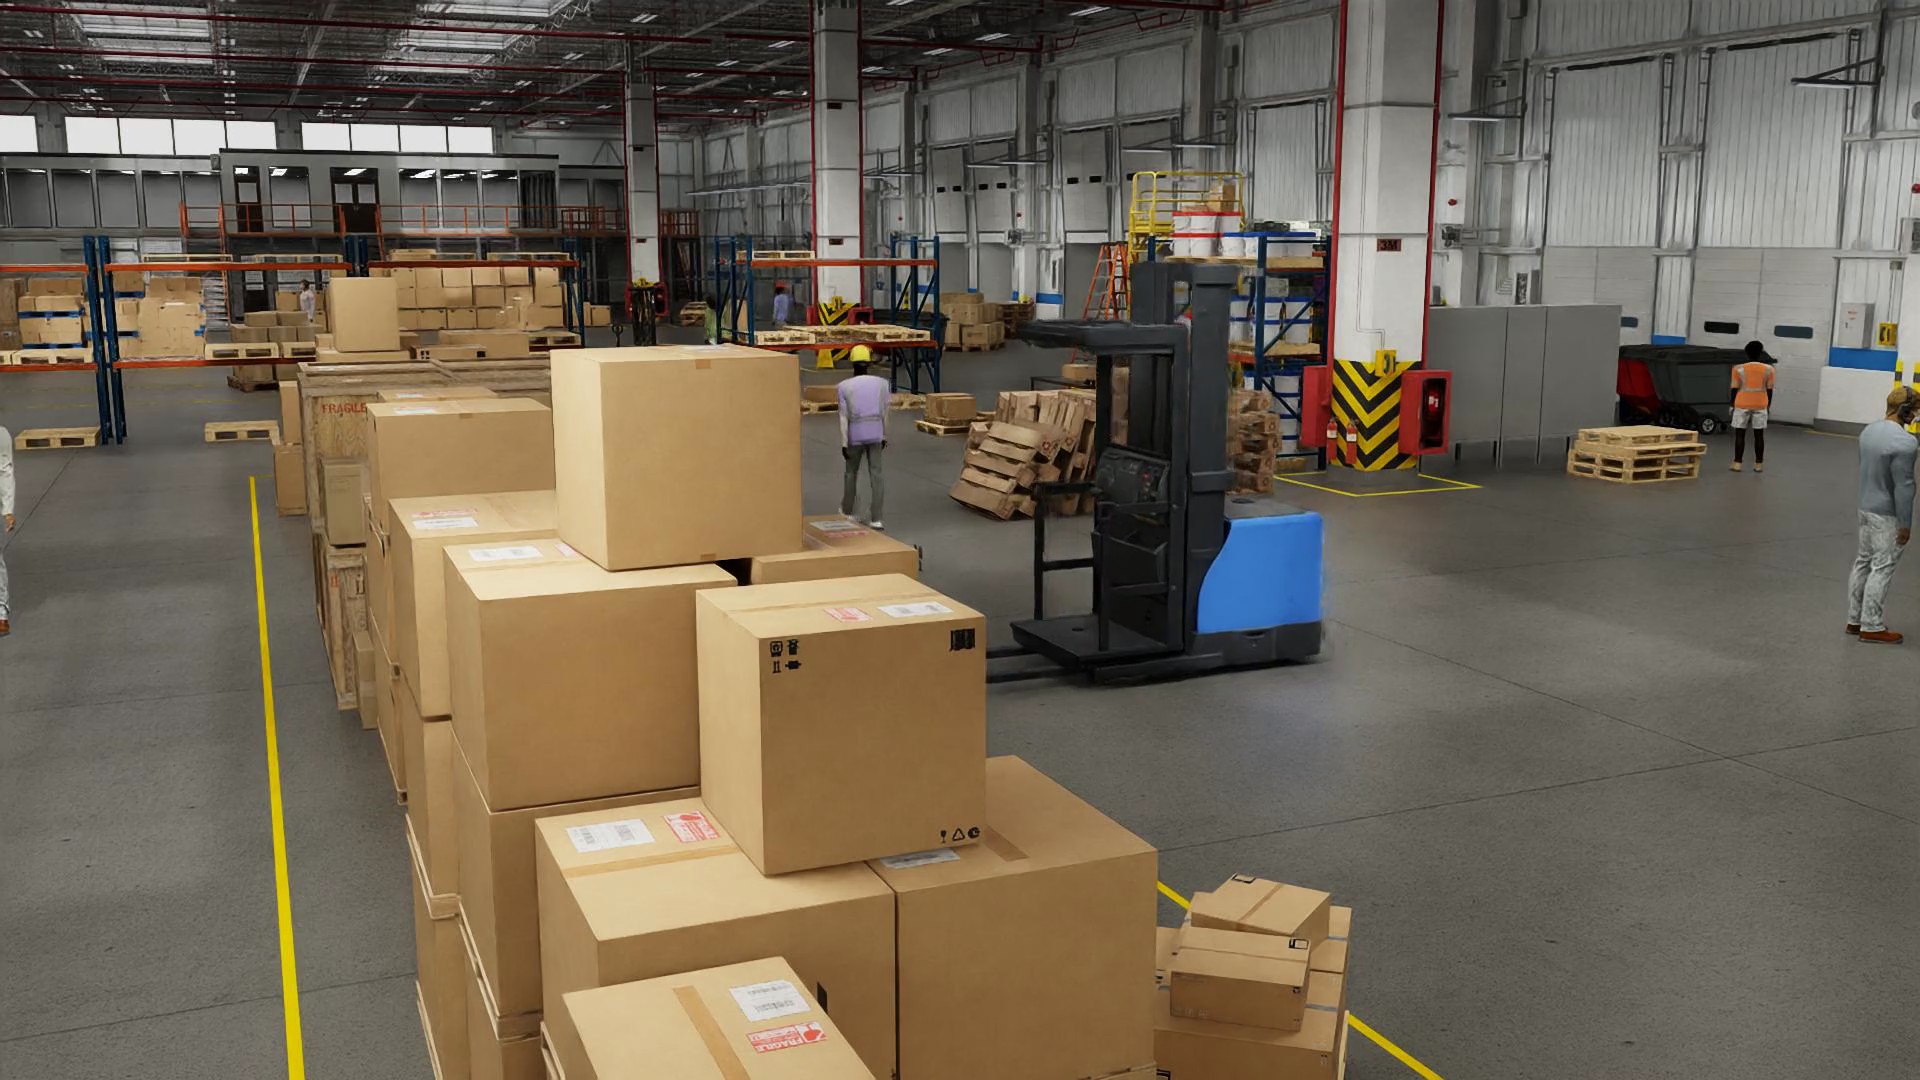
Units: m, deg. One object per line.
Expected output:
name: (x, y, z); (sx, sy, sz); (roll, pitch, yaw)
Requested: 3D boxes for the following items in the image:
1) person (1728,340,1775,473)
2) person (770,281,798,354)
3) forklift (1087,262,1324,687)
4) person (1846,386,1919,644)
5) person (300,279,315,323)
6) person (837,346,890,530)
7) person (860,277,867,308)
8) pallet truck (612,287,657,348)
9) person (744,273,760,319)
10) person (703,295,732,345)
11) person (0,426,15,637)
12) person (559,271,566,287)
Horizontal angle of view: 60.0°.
person: (10.154, -1.710, 21.364); (0.537, 1.698, 0.320); (2, 10, 11)
person: (-4.622, -5.754, 43.133); (0.972, 1.895, 0.556); (4, 11, 22)
forklift: (1.533, -0.537, 11.646); (1.873, 2.768, 1.129); (-4, 11, -23)
person: (6.865, -0.183, 12.338); (0.387, 1.927, 0.639); (0, 10, 1)
person: (-17.033, -5.831, 43.423); (0.373, 1.940, 0.629); (-10, 14, -43)
person: (-1.032, -1.079, 17.380); (0.609, 1.886, 0.954); (-4, 11, -21)
person: (-3.338, -7.775, 54.420); (0.622, 1.832, 0.432); (1, 10, 3)
pallet truck: (-6.464, -4.406, 35.401); (0.823, 1.965, 1.885); (6, 12, 32)
person: (-7.897, -9.107, 62.137); (0.917, 1.696, 0.484); (3, 11, 15)
person: (-5.166, -4.274, 35.197); (0.651, 1.813, 0.502); (5, 12, 27)
person: (-7.436, -0.221, 12.497); (0.627, 1.941, 0.371); (-3, 11, -16)
person: (-13.730, -8.294, 57.184); (0.604, 1.875, 0.361); (7, 12, 34)
